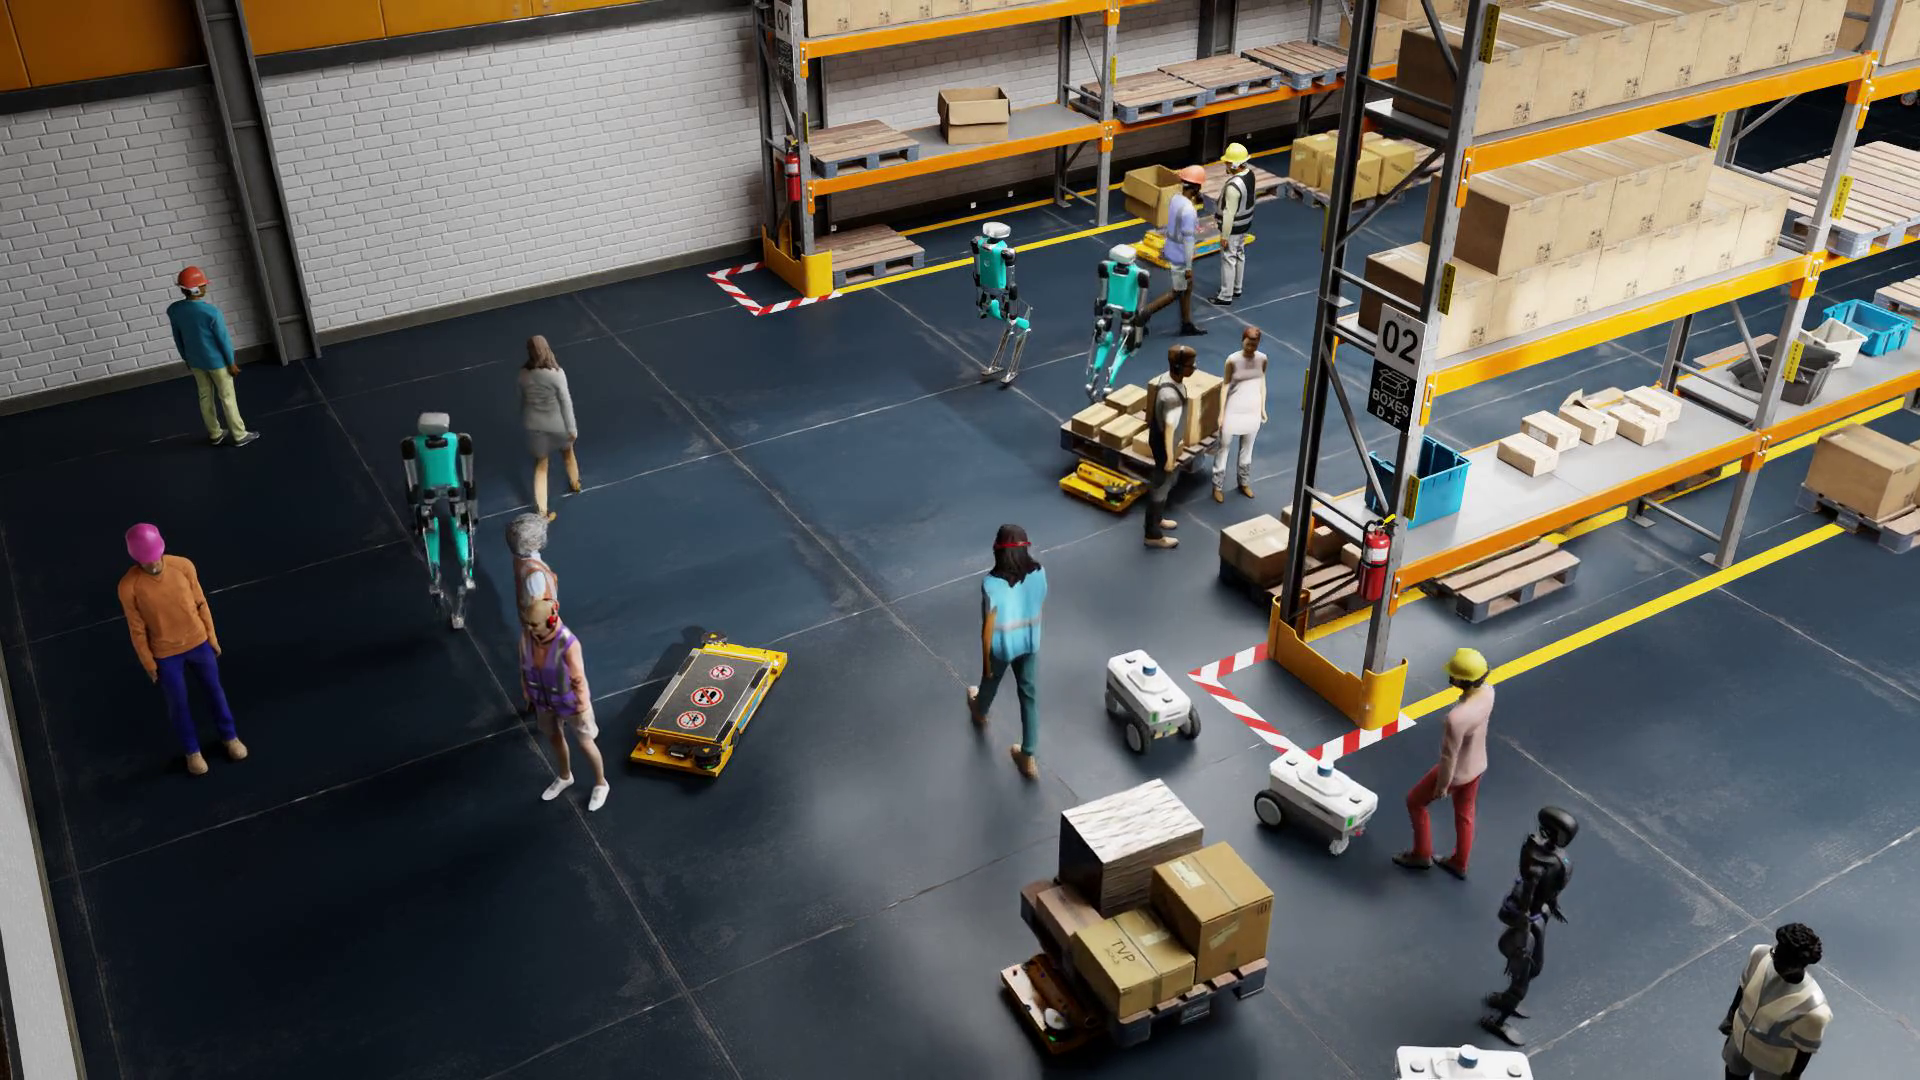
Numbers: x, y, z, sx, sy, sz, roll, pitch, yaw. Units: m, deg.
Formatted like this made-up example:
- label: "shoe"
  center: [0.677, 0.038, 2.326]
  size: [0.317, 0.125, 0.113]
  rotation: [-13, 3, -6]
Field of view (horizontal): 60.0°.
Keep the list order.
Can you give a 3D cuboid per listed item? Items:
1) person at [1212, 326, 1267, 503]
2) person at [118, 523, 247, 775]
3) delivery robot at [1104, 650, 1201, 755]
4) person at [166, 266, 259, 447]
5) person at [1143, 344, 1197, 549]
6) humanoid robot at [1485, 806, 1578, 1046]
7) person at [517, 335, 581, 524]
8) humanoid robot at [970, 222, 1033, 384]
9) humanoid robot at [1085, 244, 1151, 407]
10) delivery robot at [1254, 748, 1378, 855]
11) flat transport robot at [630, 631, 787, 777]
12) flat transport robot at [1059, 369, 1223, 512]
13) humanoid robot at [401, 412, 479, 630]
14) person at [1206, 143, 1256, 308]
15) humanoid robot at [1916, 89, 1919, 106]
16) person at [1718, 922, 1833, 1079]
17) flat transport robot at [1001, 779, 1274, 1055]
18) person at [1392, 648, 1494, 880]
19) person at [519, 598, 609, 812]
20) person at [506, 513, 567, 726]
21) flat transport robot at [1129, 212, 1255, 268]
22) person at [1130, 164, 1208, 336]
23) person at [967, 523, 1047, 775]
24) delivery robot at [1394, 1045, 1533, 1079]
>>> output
- label: "person"
  center: [2.465, -1.108, 14.541]
  size: [0.451, 1.657, 0.284]
  rotation: [-7, 33, -11]
- label: "person"
  center: [-5.330, 0.723, 11.333]
  size: [0.517, 1.974, 0.398]
  rotation: [-25, 40, -34]
- label: "delivery robot"
  center: [1.362, 1.142, 11.991]
  size: [0.499, 0.592, 0.774]
  rotation: [-14, 35, -21]
- label: "person"
  center: [-6.940, -1.693, 15.388]
  size: [0.563, 1.748, 0.336]
  rotation: [8, 33, 12]
- label: "person"
  center: [1.745, -0.792, 13.878]
  size: [0.350, 1.835, 0.502]
  rotation: [4, 32, 6]
- label: "humanoid robot"
  center: [3.214, 2.141, 9.337]
  size: [0.320, 1.653, 0.598]
  rotation: [21, 38, 30]
- label: "person"
  center: [-3.550, -0.988, 14.373]
  size: [0.521, 1.607, 0.890]
  rotation: [1, 32, 1]
- label: "humanoid robot"
  center: [0.486, -2.385, 16.379]
  size: [0.533, 1.677, 0.735]
  rotation: [27, 41, 36]
- label: "humanoid robot"
  center: [1.395, -1.831, 15.636]
  size: [0.531, 1.811, 0.695]
  rotation: [19, 37, 28]
- label: "delivery robot"
  center: [2.386, 1.711, 11.104]
  size: [0.523, 0.614, 0.786]
  rotation: [-26, 41, -35]
- label: "flat transport robot"
  center: [-1.822, 1.184, 12.196]
  size: [0.659, 0.231, 1.431]
  rotation: [8, 33, 13]
- label: "flat transport robot"
  center: [1.614, -0.701, 15.201]
  size: [0.659, 0.231, 1.431]
  rotation: [26, 40, 35]
- label: "humanoid robot"
  center: [-3.958, -0.041, 12.827]
  size: [0.558, 1.836, 0.741]
  rotation: [-7, 33, -11]
- label: "person"
  center: [2.960, -3.421, 18.082]
  size: [0.403, 1.824, 0.588]
  rotation: [16, 36, 24]
- label: "humanoid robot"
  center: [13.050, -5.894, 22.132]
  size: [0.817, 1.799, 0.555]
  rotation: [-9, 33, -14]
- label: "person"
  center: [4.143, 2.615, 8.576]
  size: [0.318, 1.691, 0.535]
  rotation: [-9, 33, -14]
- label: "flat transport robot"
  center: [1.026, 2.563, 9.997]
  size: [1.431, 0.231, 0.659]
  rotation: [-15, 35, -22]
- label: "person"
  center: [3.079, 1.395, 10.467]
  size: [0.540, 1.746, 0.579]
  rotation: [-26, 40, -35]
- label: "person"
  center: [-2.659, 1.081, 11.032]
  size: [0.498, 1.682, 0.357]
  rotation: [11, 34, 16]
- label: "person"
  center: [-2.985, 0.560, 11.850]
  size: [0.299, 1.688, 0.454]
  rotation: [-15, 35, -22]
- label: "flat transport robot"
  center: [2.766, -3.571, 19.779]
  size: [1.431, 0.231, 0.659]
  rotation: [-21, 38, -29]
- label: "person"
  center: [2.214, -2.968, 17.299]
  size: [0.812, 1.896, 0.581]
  rotation: [-4, 32, -6]
- label: "person"
  center: [0.339, 0.671, 11.549]
  size: [0.524, 1.816, 0.954]
  rotation: [-10, 33, -15]
- label: "delivery robot"
  center: [2.757, 2.998, 9.051]
  size: [0.797, 0.613, 0.499]
  rotation: [2, 32, 3]
